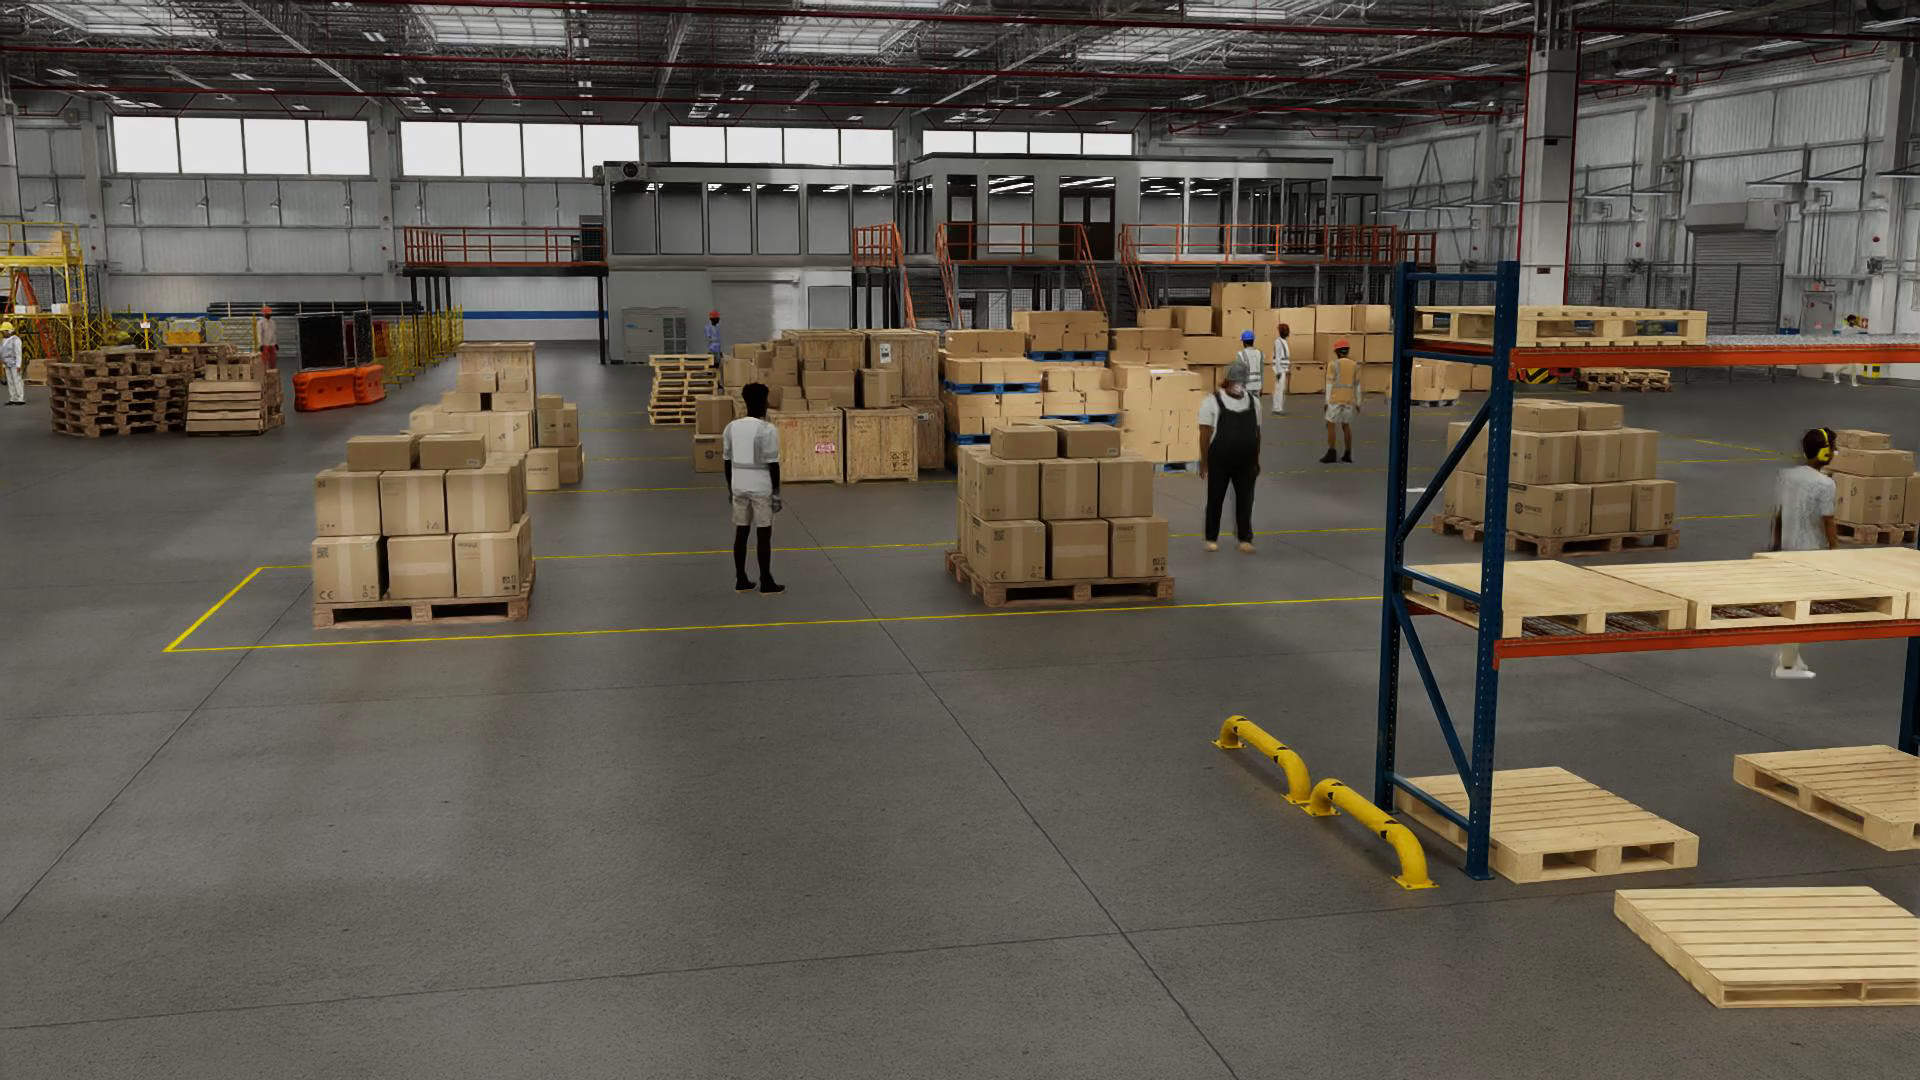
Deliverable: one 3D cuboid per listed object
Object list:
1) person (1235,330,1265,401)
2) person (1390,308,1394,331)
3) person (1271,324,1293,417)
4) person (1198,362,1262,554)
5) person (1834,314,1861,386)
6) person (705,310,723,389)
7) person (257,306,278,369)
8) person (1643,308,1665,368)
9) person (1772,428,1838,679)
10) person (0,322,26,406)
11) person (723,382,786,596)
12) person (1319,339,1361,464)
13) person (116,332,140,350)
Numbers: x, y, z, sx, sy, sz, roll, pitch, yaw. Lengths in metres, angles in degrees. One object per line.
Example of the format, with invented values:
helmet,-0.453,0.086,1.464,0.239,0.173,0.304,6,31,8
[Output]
person,4.928,-2.609,28.413,0.601,1.939,0.426,-6,11,-31
person,12.466,-5.726,47.696,0.532,1.833,0.551,-5,10,-26
person,6.535,-3.416,33.593,0.550,1.881,0.592,4,10,21
person,2.842,-0.861,17.427,0.755,2.000,0.768,-2,9,-9
person,22.569,-4.827,42.236,0.550,1.839,0.711,-1,9,-7
person,-6.047,-4.686,41.037,0.349,1.940,0.551,5,10,26
person,-18.240,-5.175,43.864,0.402,1.990,0.622,3,10,20
person,20.757,-6.027,49.680,0.646,1.793,0.954,-3,10,-19
person,6.193,0.106,12.111,0.521,1.849,0.553,-2,10,-11
person,-20.566,-3.809,36.069,0.598,1.826,0.403,5,11,29
person,-1.888,-0.464,15.240,0.609,1.963,0.369,6,11,31
person,5.821,-2.114,25.478,0.771,1.908,0.586,-3,10,-19
person,-17.000,-3.415,34.039,0.577,1.698,0.555,-7,12,-38
